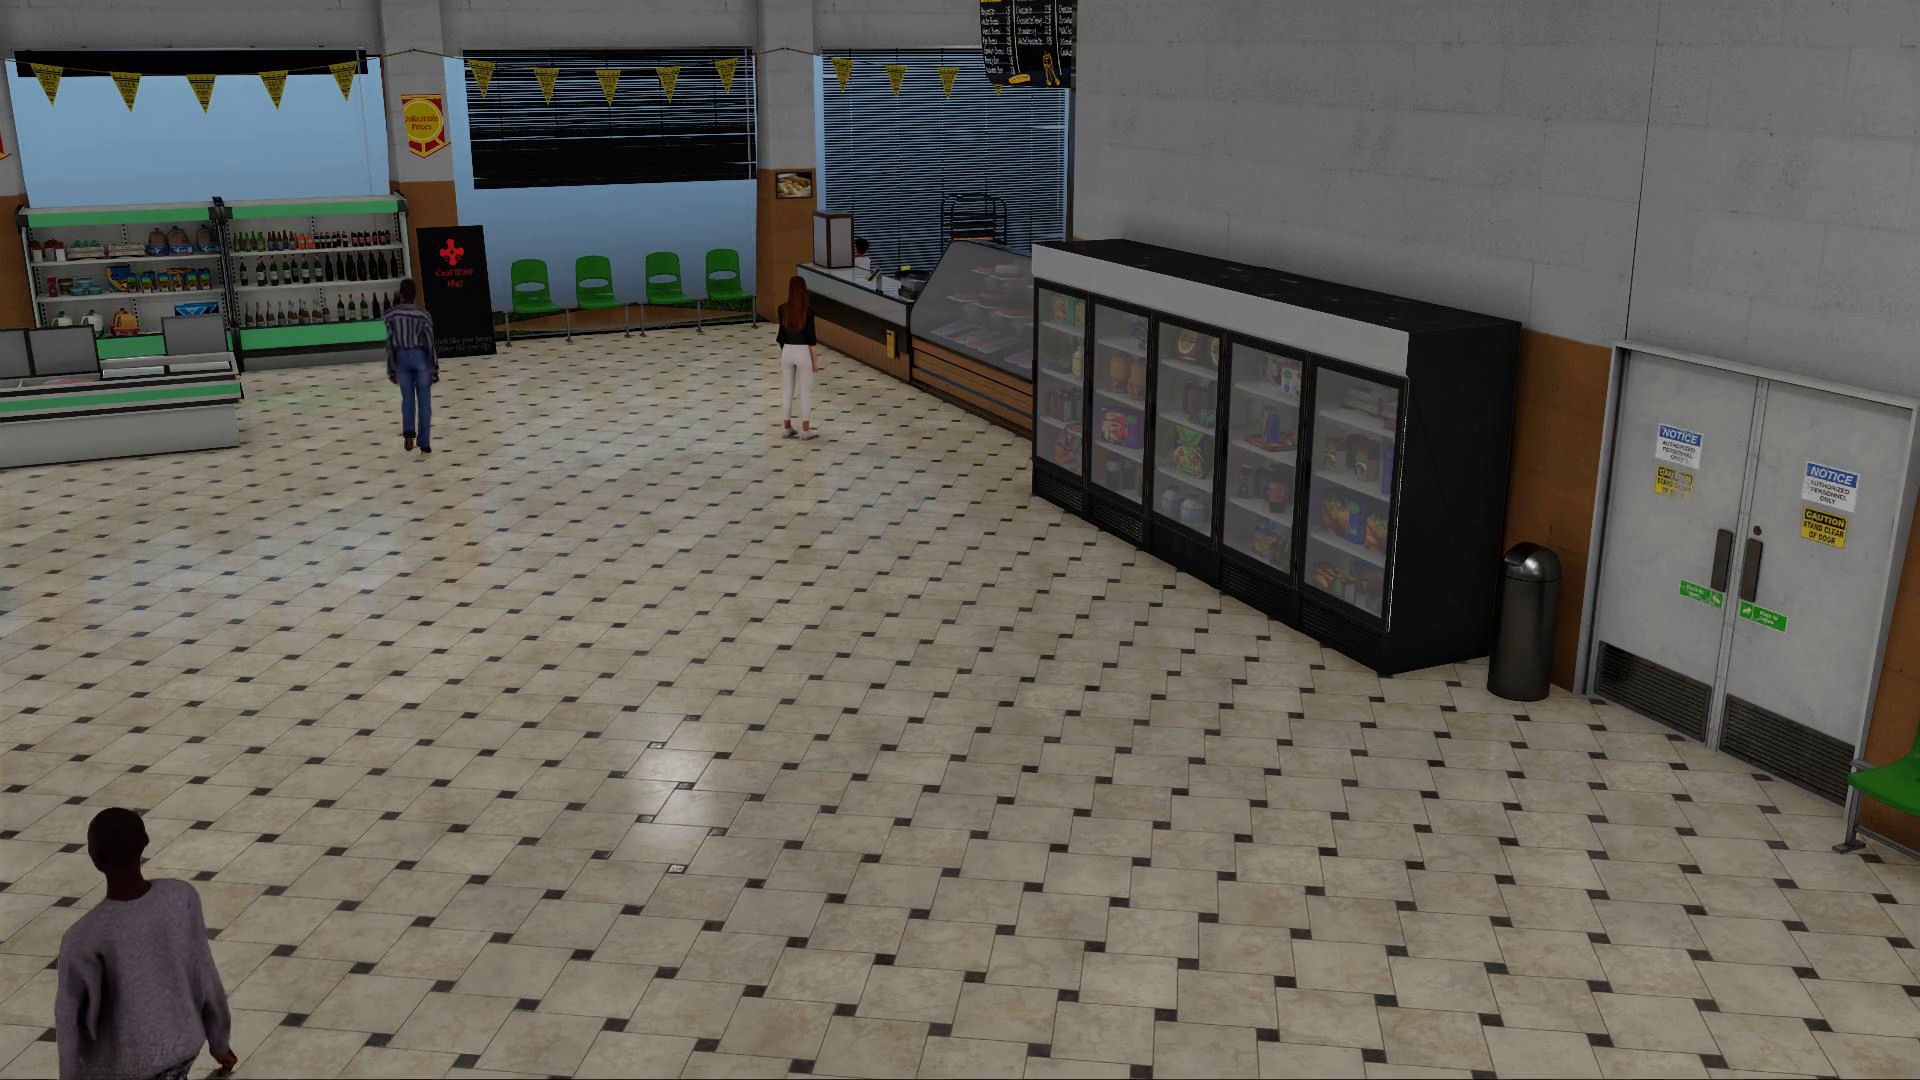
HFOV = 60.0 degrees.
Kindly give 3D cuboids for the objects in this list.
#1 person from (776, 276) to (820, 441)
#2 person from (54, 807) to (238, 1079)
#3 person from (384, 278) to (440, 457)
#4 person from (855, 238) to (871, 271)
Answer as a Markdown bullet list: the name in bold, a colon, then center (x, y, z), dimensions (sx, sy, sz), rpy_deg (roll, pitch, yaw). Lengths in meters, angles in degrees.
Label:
- **person**: center (-1.704, -1.904, 17.364), dimensions (0.660, 1.699, 0.721), rpy_deg (6, 18, 19)
- **person**: center (-2.549, 1.720, 5.362), dimensions (1.130, 1.738, 1.181), rpy_deg (10, 19, 29)
- **person**: center (-5.433, -1.674, 16.468), dimensions (0.771, 1.780, 0.841), rpy_deg (-1, 17, -3)
- **person**: center (-1.430, -3.773, 24.272), dimensions (0.618, 1.262, 0.530), rpy_deg (15, 23, 41)
